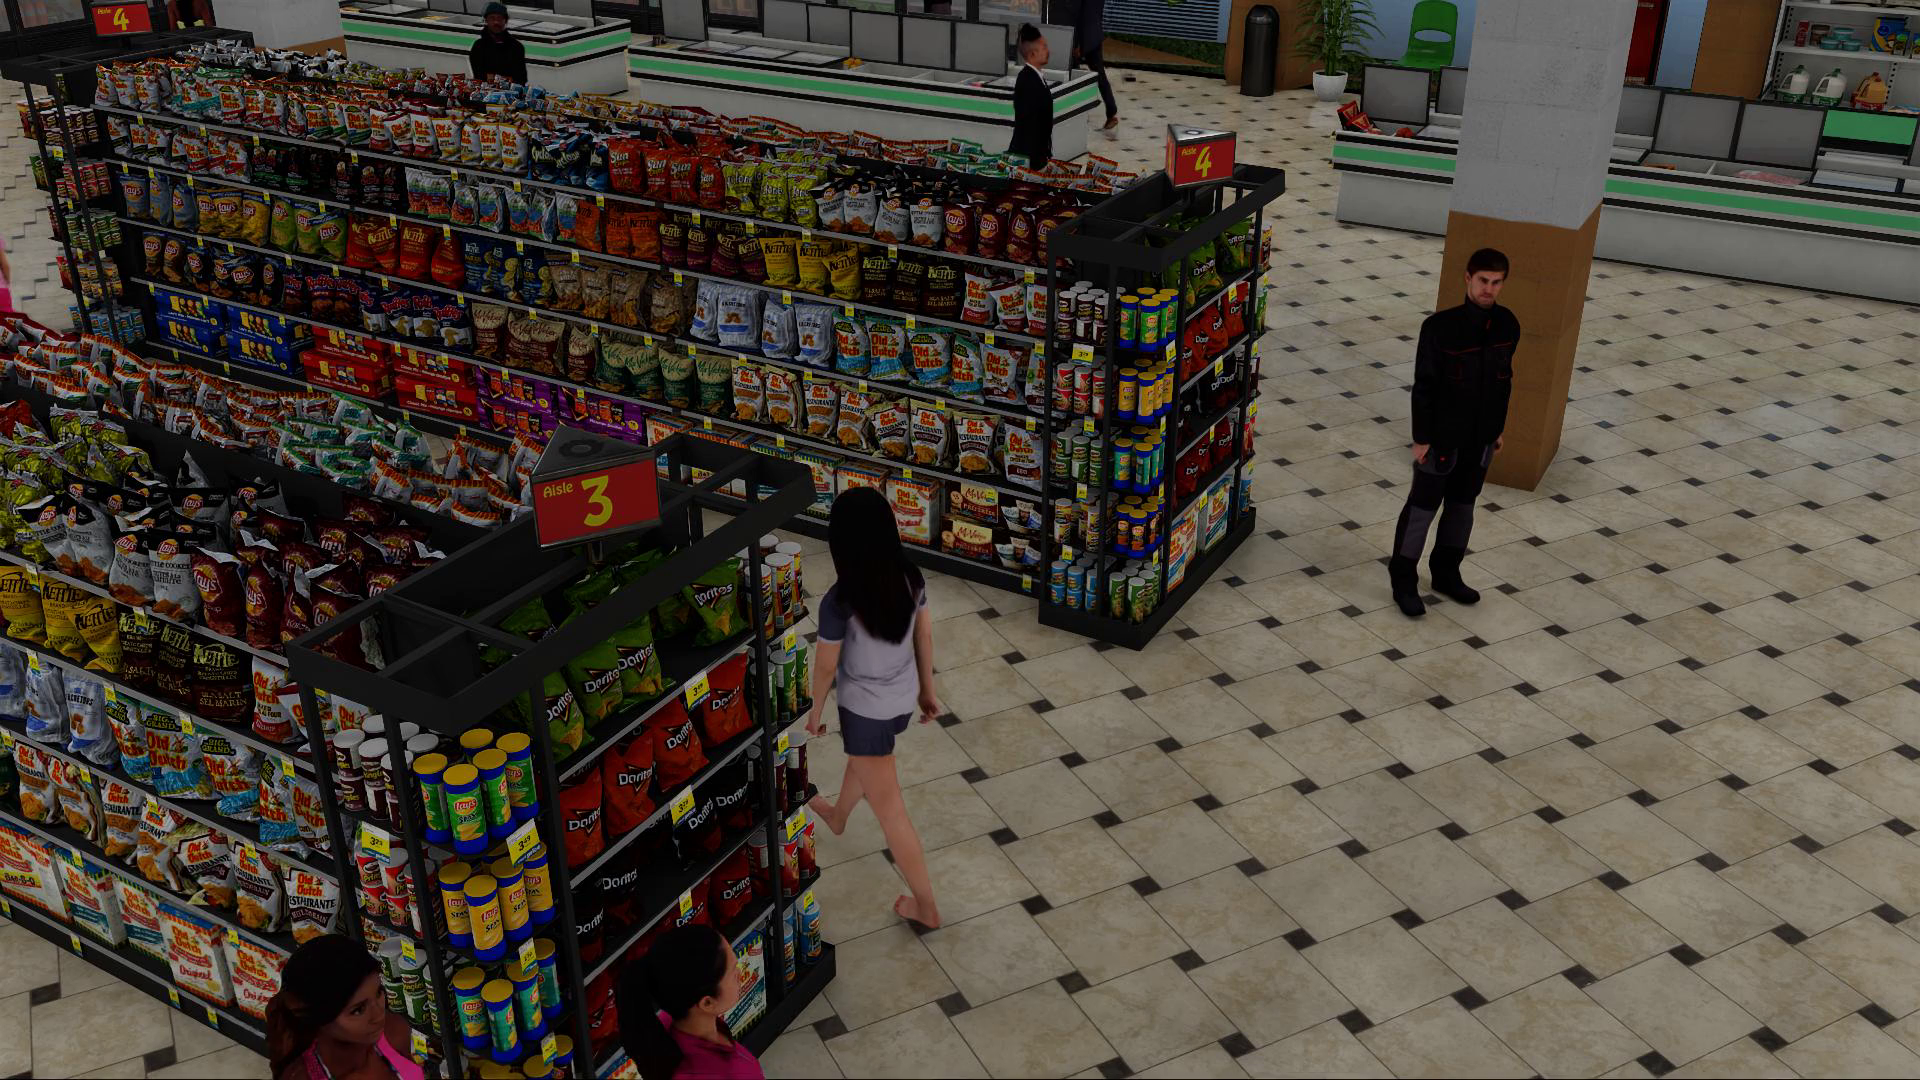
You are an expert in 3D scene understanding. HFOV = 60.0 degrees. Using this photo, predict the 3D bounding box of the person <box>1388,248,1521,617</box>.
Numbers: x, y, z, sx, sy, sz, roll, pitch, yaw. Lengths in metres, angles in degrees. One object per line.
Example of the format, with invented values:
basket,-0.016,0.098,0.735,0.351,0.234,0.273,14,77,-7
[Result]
person,2.401,-0.527,8.069,0.791,1.840,0.817,-10,28,-19

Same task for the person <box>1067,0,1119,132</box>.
person,1.360,-5.104,17.153,0.966,1.786,1.327,-22,34,-36

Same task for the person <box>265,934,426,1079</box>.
person,-1.455,1.640,3.974,1.083,1.677,0.616,18,32,31

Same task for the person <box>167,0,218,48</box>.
person,-7.539,-4.740,16.472,0.632,1.753,0.697,-6,28,-12

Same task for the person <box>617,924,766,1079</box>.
person,-0.660,1.638,3.960,0.778,1.695,0.699,-14,30,-25

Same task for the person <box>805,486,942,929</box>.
person,-0.253,0.643,5.962,1.174,1.658,0.807,24,35,38

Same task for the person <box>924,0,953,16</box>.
person,-0.237,-5.924,18.896,0.648,1.672,0.620,-24,35,-38

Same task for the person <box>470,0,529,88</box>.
person,-3.943,-3.726,14.401,0.733,1.817,0.686,-23,35,-38

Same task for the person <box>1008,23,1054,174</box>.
person,0.442,-2.967,12.807,1.342,1.906,1.109,1,27,2
